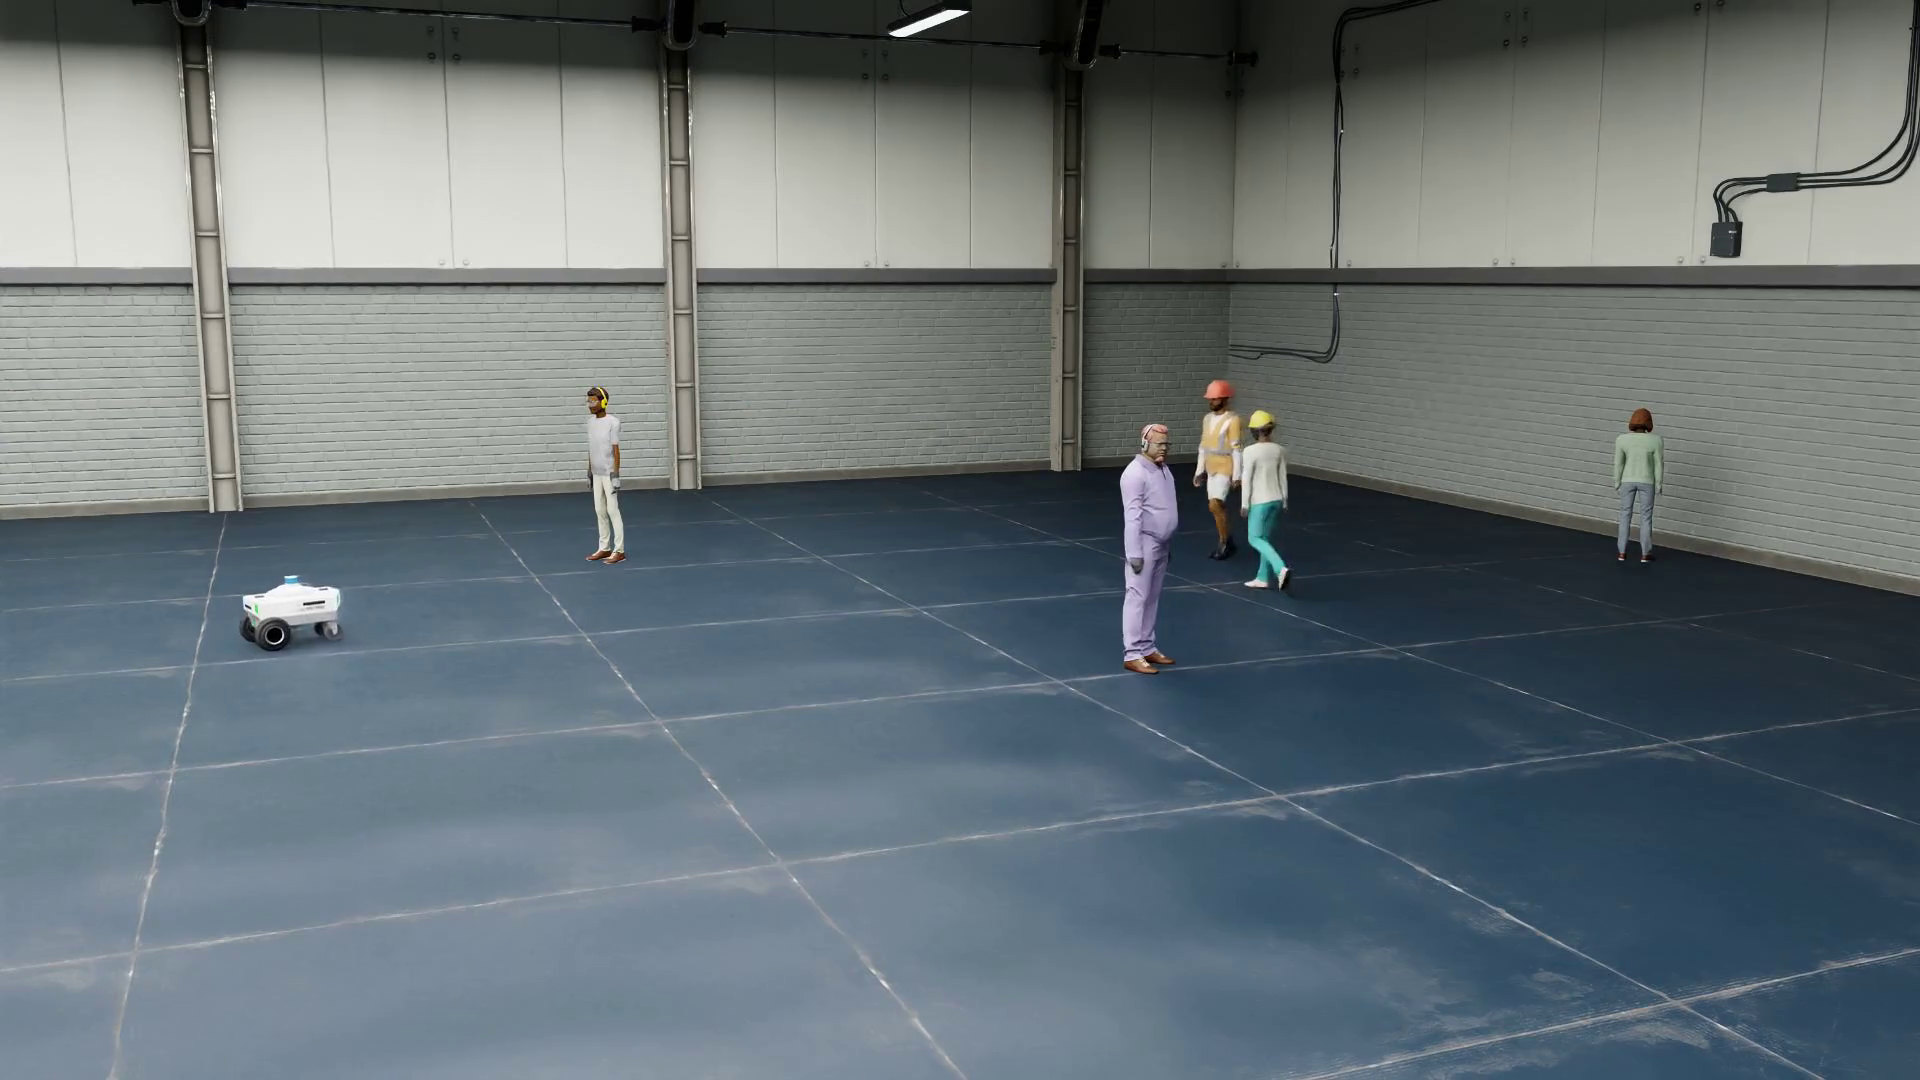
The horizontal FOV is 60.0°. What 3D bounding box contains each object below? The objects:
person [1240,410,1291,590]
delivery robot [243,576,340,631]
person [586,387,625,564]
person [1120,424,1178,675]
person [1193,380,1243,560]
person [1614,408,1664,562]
[{"bbox_3d":[2.966,-0.359,15.861,0.540,1.746,0.629,-7,11,-37],"label":"person"},{"bbox_3d":[-5.495,0.538,13.695,0.707,0.478,0.477,-7,12,-39],"label":"delivery robot"},{"bbox_3d":[-3.767,-0.684,17.582,0.516,1.865,0.312,7,11,38],"label":"person"},{"bbox_3d":[1.475,0.059,12.783,0.401,1.905,0.642,5,10,30],"label":"person"},{"bbox_3d":[2.746,-0.736,17.687,0.478,1.922,0.546,-5,10,-27],"label":"person"},{"bbox_3d":[7.195,-0.582,17.646,0.498,1.633,0.282,6,11,33],"label":"person"}]
